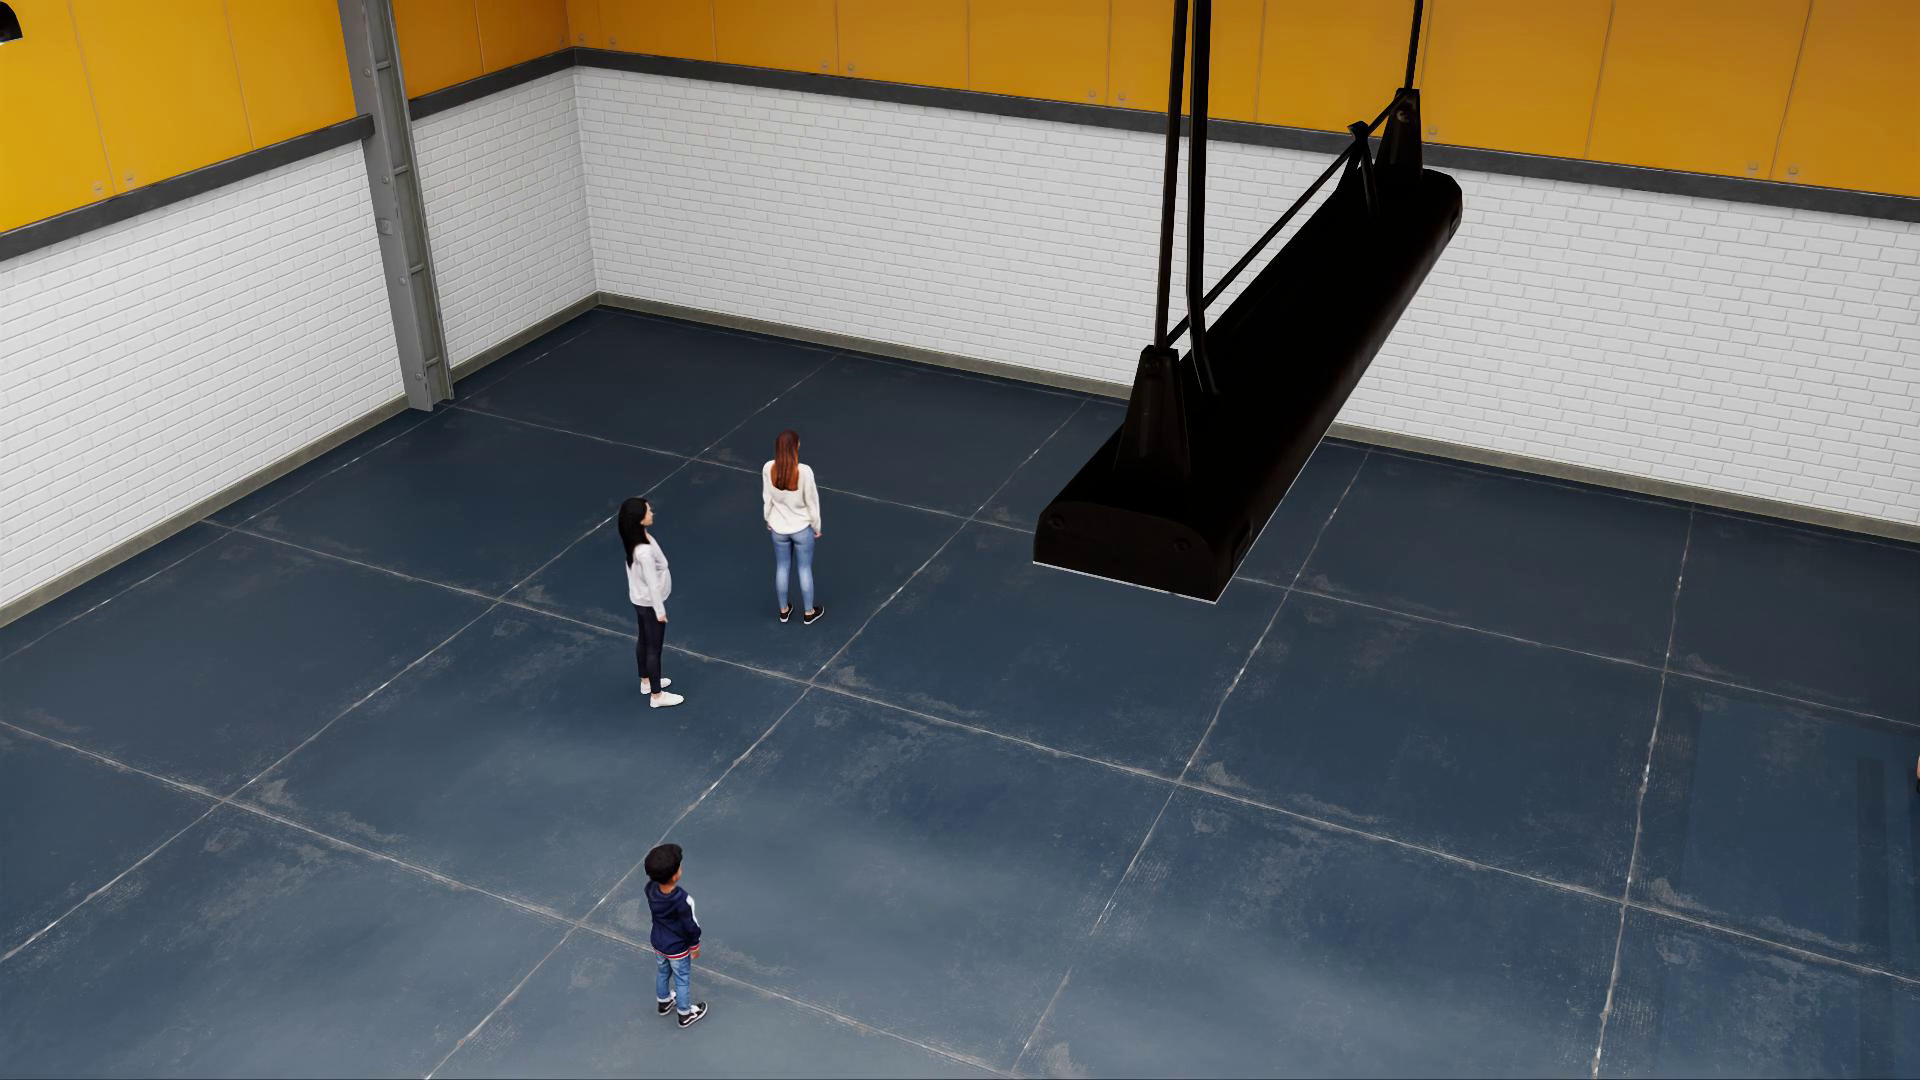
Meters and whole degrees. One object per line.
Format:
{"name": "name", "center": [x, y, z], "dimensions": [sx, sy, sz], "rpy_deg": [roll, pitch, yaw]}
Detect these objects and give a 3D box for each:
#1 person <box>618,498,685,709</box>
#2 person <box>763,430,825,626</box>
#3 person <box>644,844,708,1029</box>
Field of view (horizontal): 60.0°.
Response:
{"name": "person", "center": [-2.317, 0.444, 12.309], "dimensions": [0.746, 1.700, 0.710], "rpy_deg": [-14, 32, -24]}
{"name": "person", "center": [-1.339, -0.106, 13.327], "dimensions": [0.657, 1.692, 0.594], "rpy_deg": [7, 29, 13]}
{"name": "person", "center": [-1.650, 2.252, 9.496], "dimensions": [0.543, 1.222, 0.516], "rpy_deg": [19, 34, 31]}
